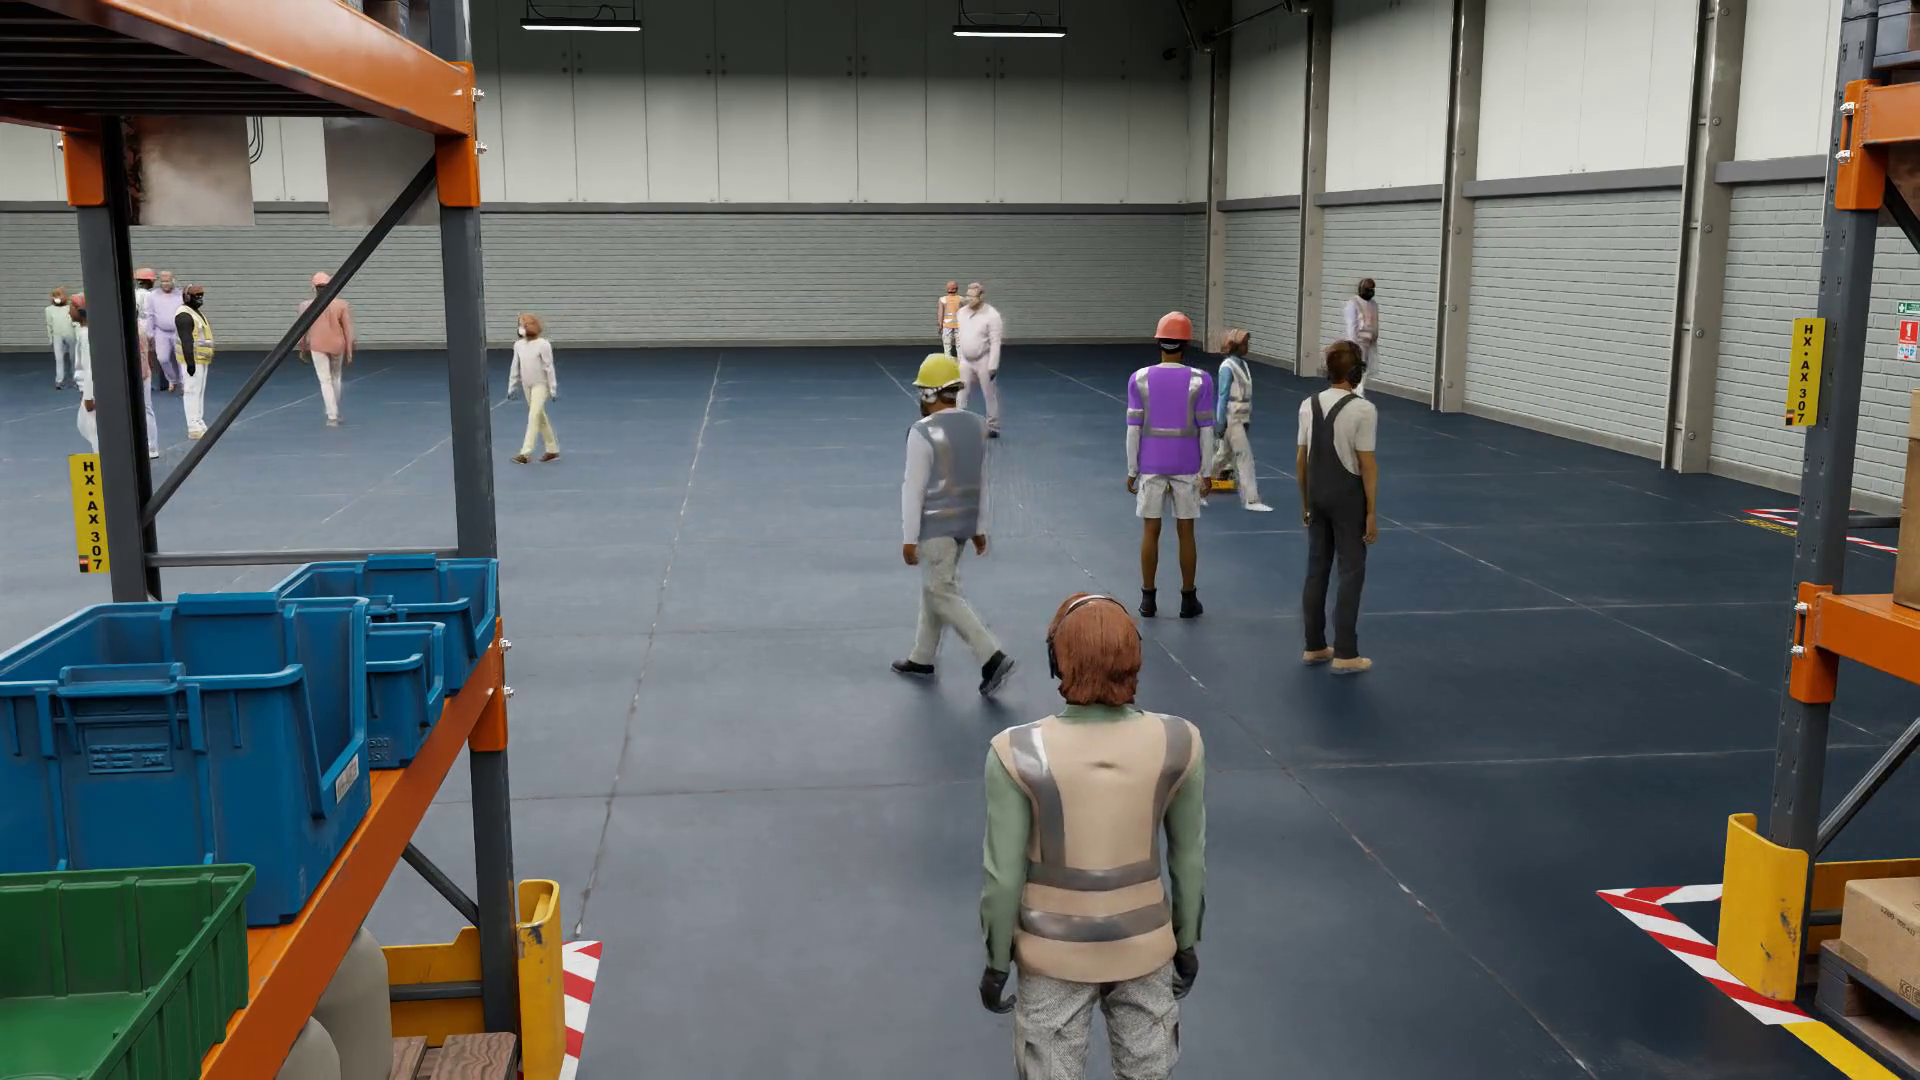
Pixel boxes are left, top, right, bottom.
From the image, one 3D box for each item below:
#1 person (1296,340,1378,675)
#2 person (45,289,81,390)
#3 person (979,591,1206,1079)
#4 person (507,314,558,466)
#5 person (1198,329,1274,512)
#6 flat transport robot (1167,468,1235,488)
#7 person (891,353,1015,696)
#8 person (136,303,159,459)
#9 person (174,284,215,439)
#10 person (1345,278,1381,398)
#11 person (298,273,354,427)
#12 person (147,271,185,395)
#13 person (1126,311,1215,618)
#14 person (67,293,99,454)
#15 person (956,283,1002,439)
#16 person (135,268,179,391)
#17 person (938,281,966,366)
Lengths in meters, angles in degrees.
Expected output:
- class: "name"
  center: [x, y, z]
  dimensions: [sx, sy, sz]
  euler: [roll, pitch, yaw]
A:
- class: "person"
  center: [2.100, -0.175, 9.234]
  dimensions: [0.391, 1.842, 0.530]
  euler: [-9, 13, -39]
- class: "person"
  center: [-14.208, -3.189, 26.391]
  dimensions: [0.512, 1.587, 0.851]
  euler: [-3, 11, -17]
- class: "person"
  center: [0.294, 0.929, 3.684]
  dimensions: [0.523, 1.638, 0.310]
  euler: [-3, 11, -13]
- class: "person"
  center: [-4.557, -1.584, 17.584]
  dimensions: [0.528, 1.588, 0.840]
  euler: [7, 12, 32]
- class: "person"
  center: [2.378, -1.064, 14.696]
  dimensions: [0.808, 1.606, 0.523]
  euler: [5, 11, 24]
- class: "flat transport robot"
  center: [2.263, -0.700, 16.366]
  dimensions: [0.652, 0.197, 1.431]
  euler: [0, 10, 0]
- class: "person"
  center: [-0.038, -0.084, 8.809]
  dimensions: [0.856, 1.803, 0.600]
  euler: [8, 13, 36]
- class: "person"
  center: [-8.936, -1.744, 18.009]
  dimensions: [0.322, 1.761, 0.522]
  euler: [-9, 14, -42]
- class: "person"
  center: [-9.152, -2.135, 19.936]
  dimensions: [0.430, 1.841, 0.624]
  euler: [-2, 11, -11]
- class: "person"
  center: [5.646, -2.743, 23.281]
  dimensions: [0.652, 1.831, 0.494]
  euler: [-7, 13, -35]
- class: "person"
  center: [-8.155, -2.445, 21.364]
  dimensions: [0.618, 1.928, 1.025]
  euler: [-7, 13, -35]
- class: "person"
  center: [-11.911, -3.118, 25.187]
  dimensions: [0.764, 1.882, 0.474]
  euler: [-3, 11, -14]
- class: "person"
  center: [1.331, -0.472, 10.545]
  dimensions: [0.551, 1.935, 0.375]
  euler: [2, 11, 12]
- class: "person"
  center: [-8.377, -1.442, 16.040]
  dimensions: [0.403, 1.867, 0.609]
  euler: [-4, 11, -21]
- class: "person"
  center: [0.157, -2.069, 19.524]
  dimensions: [0.672, 1.850, 1.022]
  euler: [7, 13, 35]
- class: "person"
  center: [-12.603, -3.269, 25.928]
  dimensions: [0.568, 1.905, 0.777]
  euler: [7, 12, 32]
- class: "person"
  center: [-0.127, -3.697, 29.038]
  dimensions: [0.513, 1.640, 0.311]
  euler: [-1, 10, -7]
